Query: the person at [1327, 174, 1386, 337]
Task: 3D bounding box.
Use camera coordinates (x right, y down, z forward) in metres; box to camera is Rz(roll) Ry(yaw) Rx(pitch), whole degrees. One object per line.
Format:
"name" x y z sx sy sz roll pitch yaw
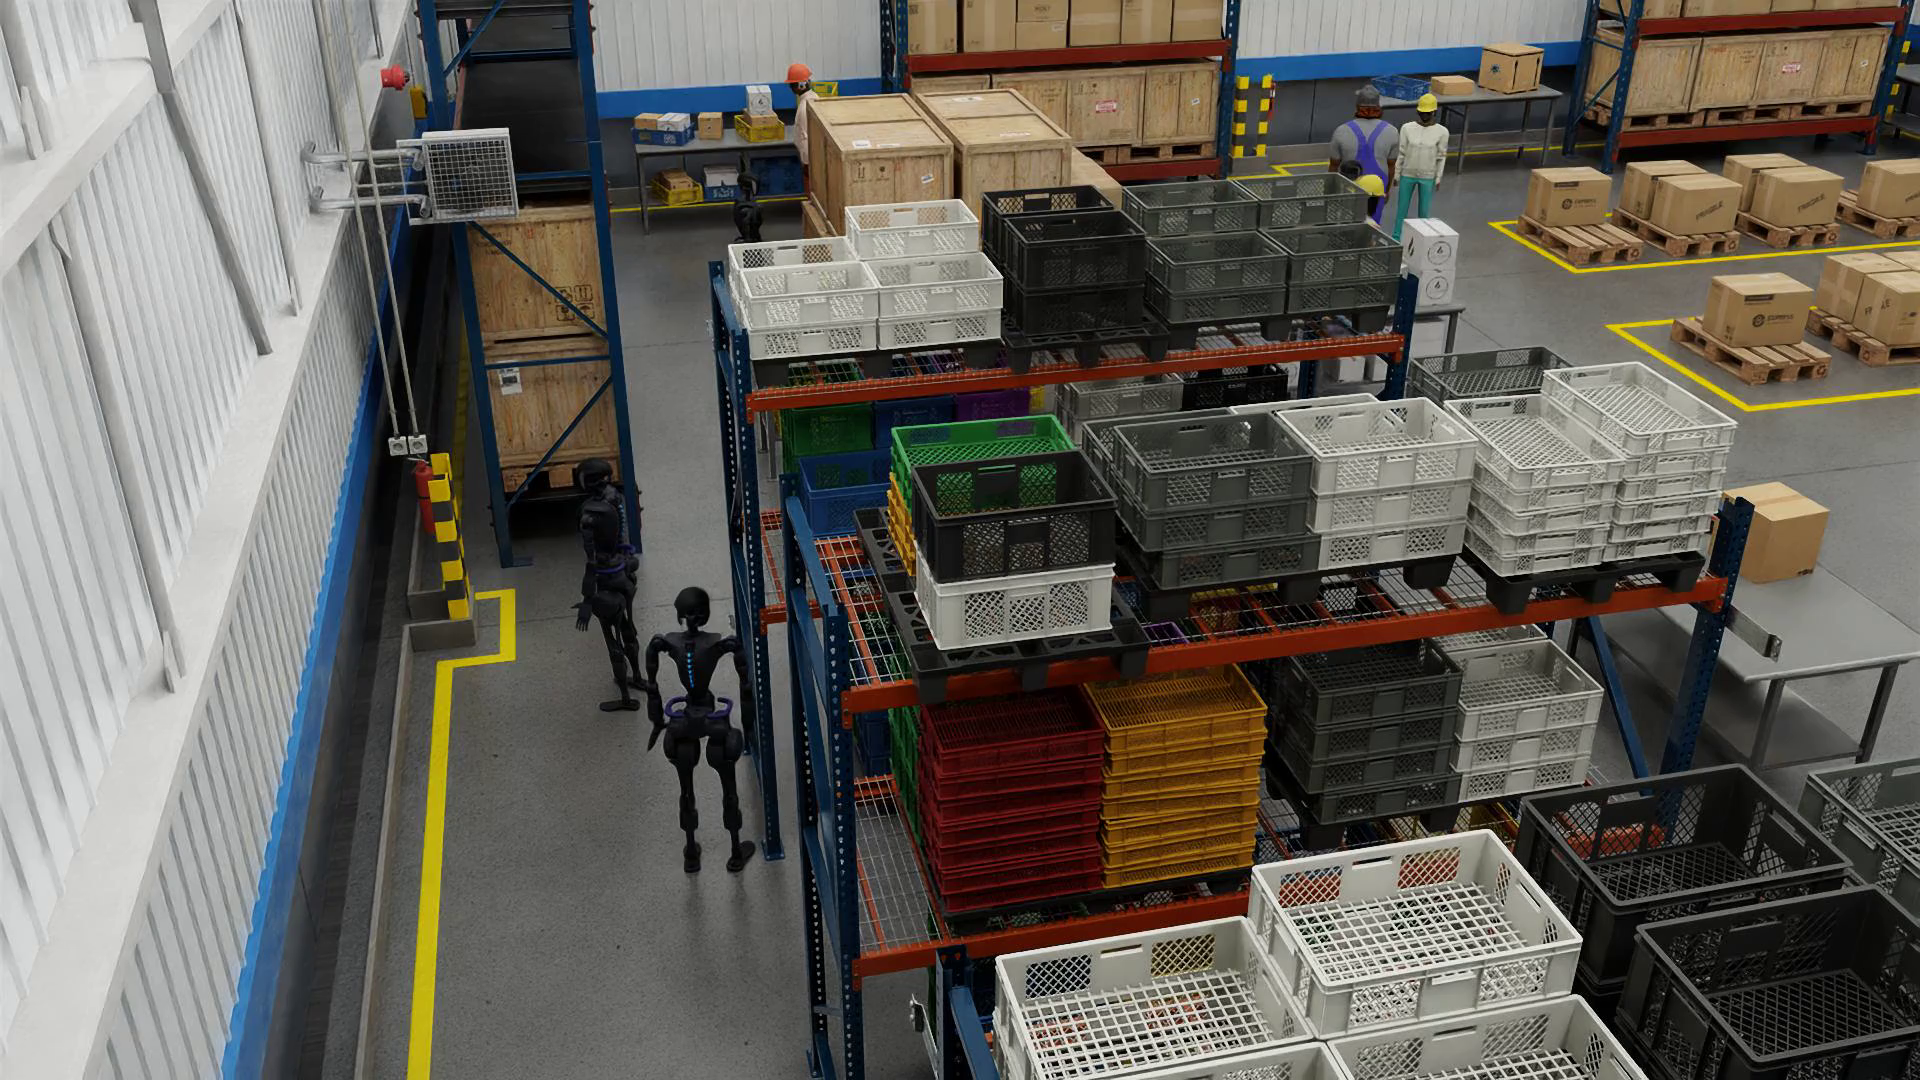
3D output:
"person" 3.426 -2.292 14.689 1.035 1.865 0.589 -6 28 -11

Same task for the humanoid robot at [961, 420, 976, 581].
"humanoid robot" -0.024 -0.017 10.571 0.581 1.631 0.564 -5 28 -9

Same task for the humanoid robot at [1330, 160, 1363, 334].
"humanoid robot" 3.631 -2.798 15.839 0.325 1.651 0.570 -1 28 -1

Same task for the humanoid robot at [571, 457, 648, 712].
"humanoid robot" -2.130 0.257 10.033 0.324 1.657 0.601 5 28 8

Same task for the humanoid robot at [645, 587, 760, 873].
"humanoid robot" -1.351 0.985 8.656 0.603 1.653 0.315 2 28 3

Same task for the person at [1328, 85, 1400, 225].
"person" 4.107 -3.652 17.077 0.680 2.000 0.536 5 28 9

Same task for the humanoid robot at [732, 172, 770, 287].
"humanoid robot" -1.956 -2.606 15.479 0.336 1.649 0.571 1 28 2

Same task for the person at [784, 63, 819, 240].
"person" -1.674 -4.221 18.232 0.430 1.977 0.600 2 28 3

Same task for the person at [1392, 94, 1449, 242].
"person" 4.910 -3.894 17.828 0.524 1.768 0.307 9 29 16
